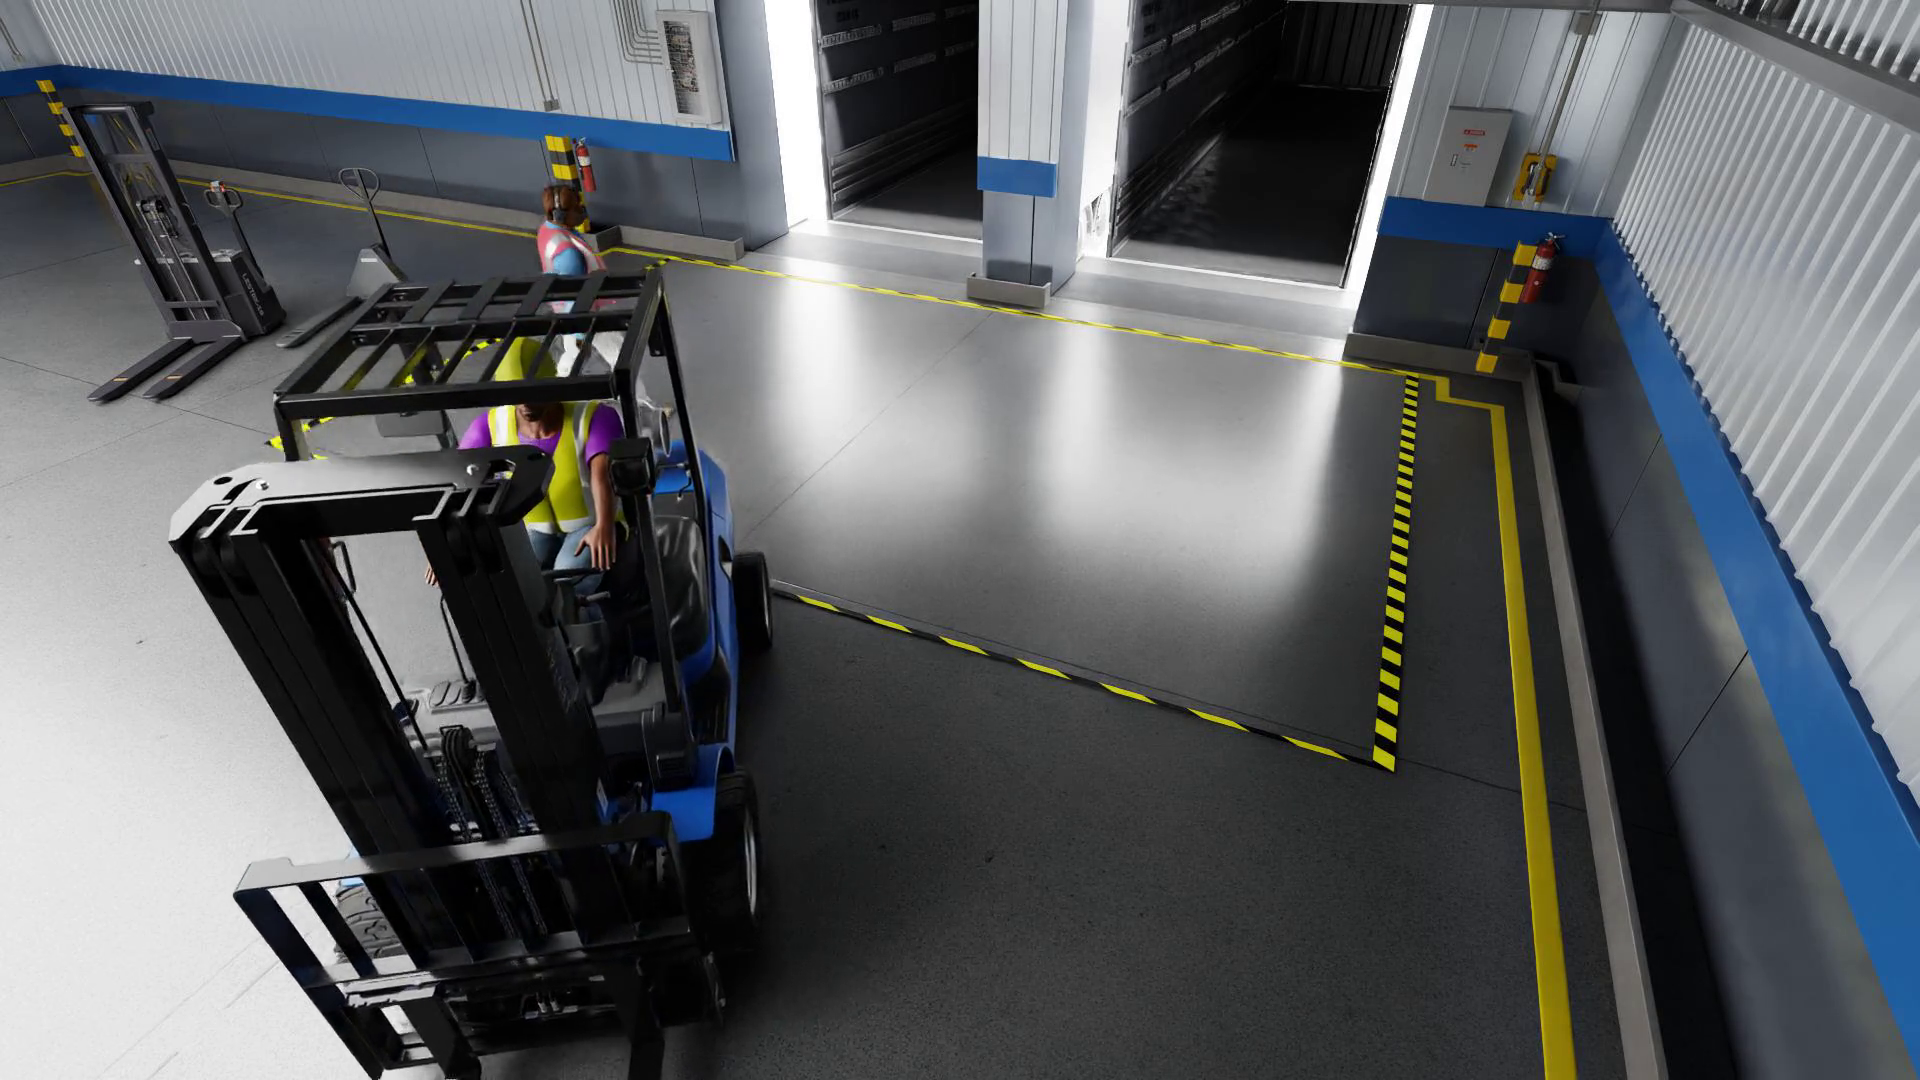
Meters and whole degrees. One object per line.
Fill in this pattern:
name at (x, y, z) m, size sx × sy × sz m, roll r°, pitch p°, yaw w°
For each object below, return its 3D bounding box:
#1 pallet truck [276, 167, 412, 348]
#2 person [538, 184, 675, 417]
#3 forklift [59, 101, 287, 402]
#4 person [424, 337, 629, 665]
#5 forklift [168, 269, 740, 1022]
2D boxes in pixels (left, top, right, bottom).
pallet truck at (-5.732, -2.611, 8.414) m, size 0.680 × 1.201 × 1.601 m, roll -1°, pitch 35°, yaw -1°
person at (-2.681, -1.596, 6.493) m, size 0.984 × 1.792 × 0.632 m, roll -20°, pitch 40°, yaw -26°
forklift at (-6.686, -2.387, 7.434) m, size 0.823 × 1.965 × 1.885 m, roll -3°, pitch 35°, yaw -5°
person at (-1.547, 0.008, 3.371) m, size 0.635 × 1.293 × 1.004 m, roll -5°, pitch 35°, yaw -7°
forklift at (-1.549, 0.127, 3.528) m, size 1.157 × 2.036 × 2.680 m, roll -5°, pitch 35°, yaw -7°
